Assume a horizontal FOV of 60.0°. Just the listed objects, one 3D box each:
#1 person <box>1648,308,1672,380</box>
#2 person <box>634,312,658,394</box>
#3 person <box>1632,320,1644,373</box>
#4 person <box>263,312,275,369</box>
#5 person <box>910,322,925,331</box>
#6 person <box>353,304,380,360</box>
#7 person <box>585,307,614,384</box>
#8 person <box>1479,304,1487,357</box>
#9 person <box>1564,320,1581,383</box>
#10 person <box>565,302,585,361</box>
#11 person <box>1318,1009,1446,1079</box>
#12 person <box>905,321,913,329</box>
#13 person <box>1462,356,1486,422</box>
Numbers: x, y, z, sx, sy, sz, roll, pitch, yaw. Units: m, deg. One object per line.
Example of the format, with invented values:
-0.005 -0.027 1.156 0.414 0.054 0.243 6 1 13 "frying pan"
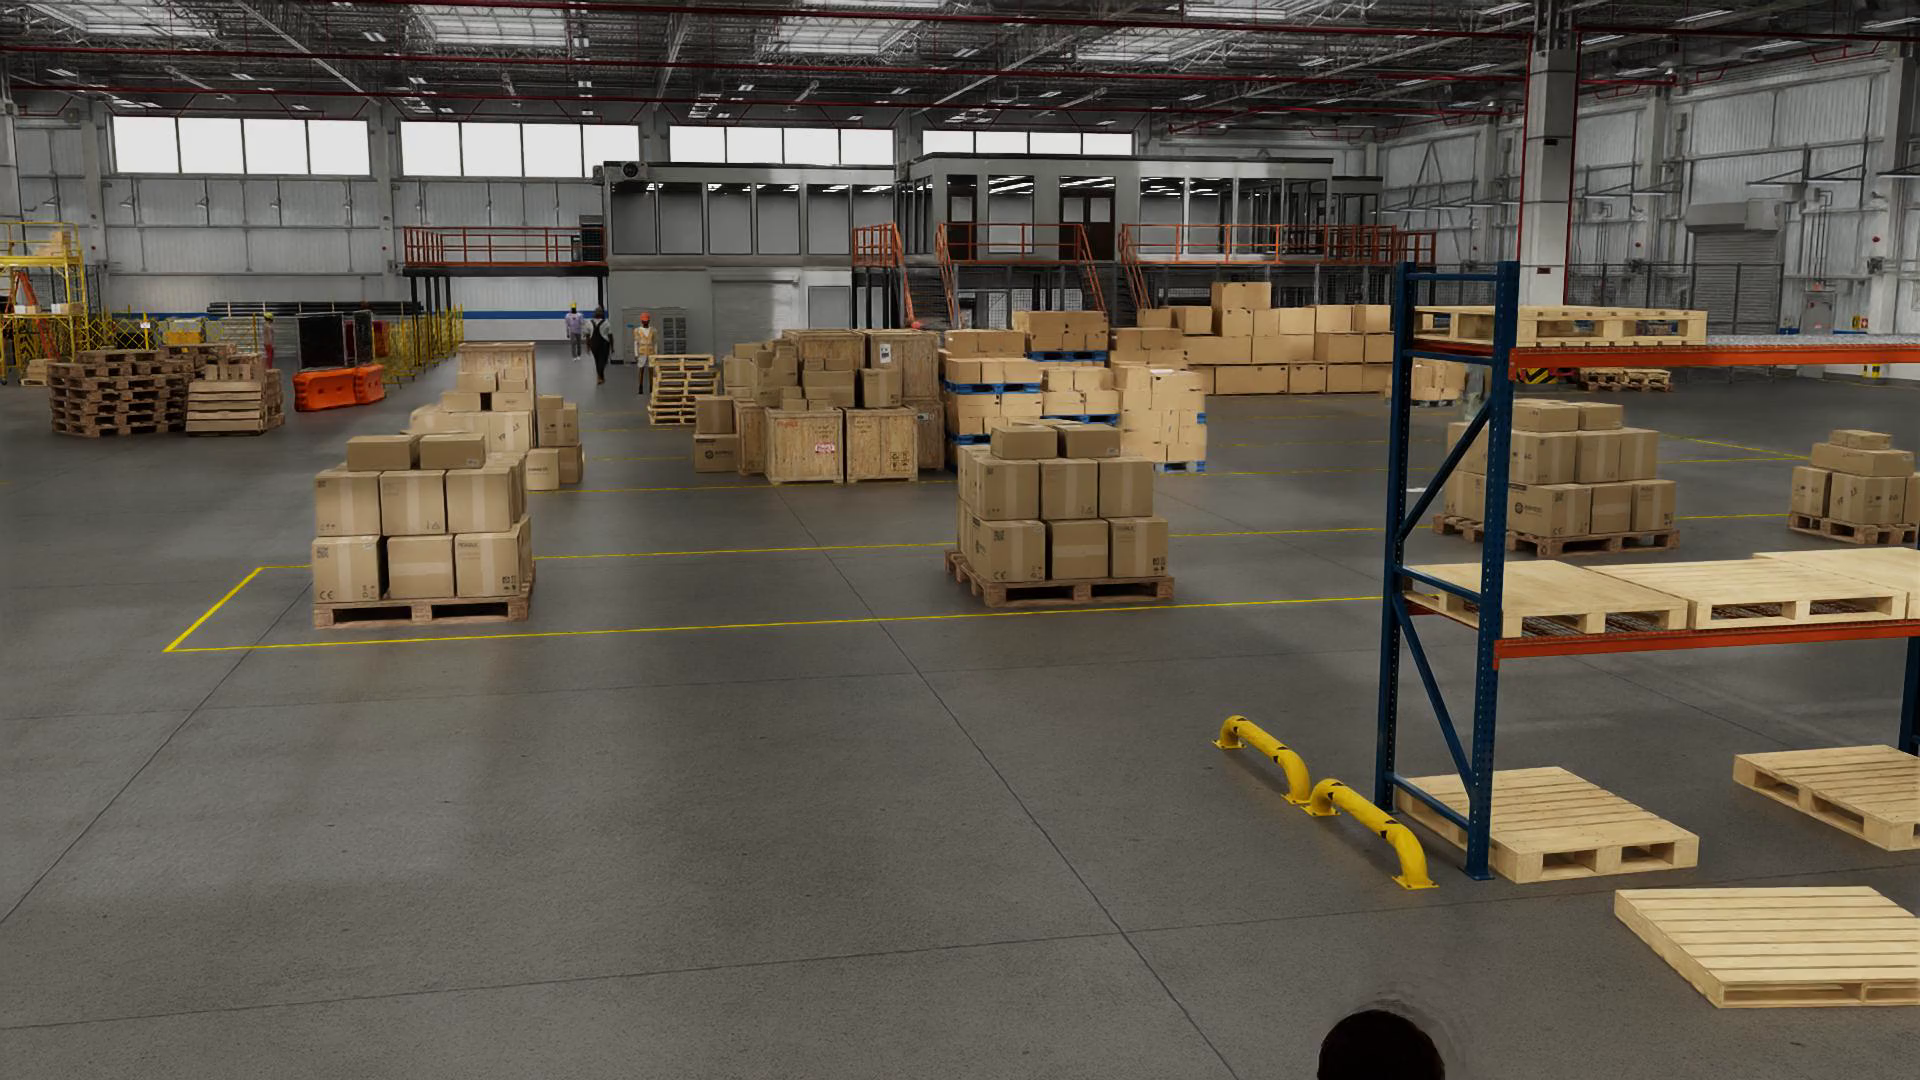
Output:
18.617 -5.208 44.255 0.594 1.929 0.352 1 9 9 "person"
-7.431 -4.420 39.431 0.550 1.935 0.376 -3 10 -18 "person"
18.926 -5.421 46.068 0.363 1.751 0.548 8 13 42 "person"
-19.065 -5.401 45.962 0.334 1.761 0.529 -7 11 -36 "person"
-0.805 -3.146 31.572 1.087 1.963 0.646 0 9 -3 "person"
-19.172 -6.712 53.727 0.596 1.837 0.980 6 11 33 "person"
-9.296 -5.038 42.887 0.684 2.000 0.955 2 9 10 "person"
14.317 -5.466 45.652 0.391 1.988 0.611 0 9 -2 "person"
15.937 -5.015 43.113 0.397 1.922 0.547 -1 9 -8 "person"
-12.415 -6.728 53.657 0.603 1.897 0.904 -2 10 -12 "person"
0.664 1.614 2.873 0.381 1.875 0.732 5 11 28 "person"
-1.015 -3.766 35.731 0.680 1.866 1.109 -1 9 -5 "person"
8.633 -2.468 27.802 0.517 1.854 0.649 -5 11 -29 "person"
